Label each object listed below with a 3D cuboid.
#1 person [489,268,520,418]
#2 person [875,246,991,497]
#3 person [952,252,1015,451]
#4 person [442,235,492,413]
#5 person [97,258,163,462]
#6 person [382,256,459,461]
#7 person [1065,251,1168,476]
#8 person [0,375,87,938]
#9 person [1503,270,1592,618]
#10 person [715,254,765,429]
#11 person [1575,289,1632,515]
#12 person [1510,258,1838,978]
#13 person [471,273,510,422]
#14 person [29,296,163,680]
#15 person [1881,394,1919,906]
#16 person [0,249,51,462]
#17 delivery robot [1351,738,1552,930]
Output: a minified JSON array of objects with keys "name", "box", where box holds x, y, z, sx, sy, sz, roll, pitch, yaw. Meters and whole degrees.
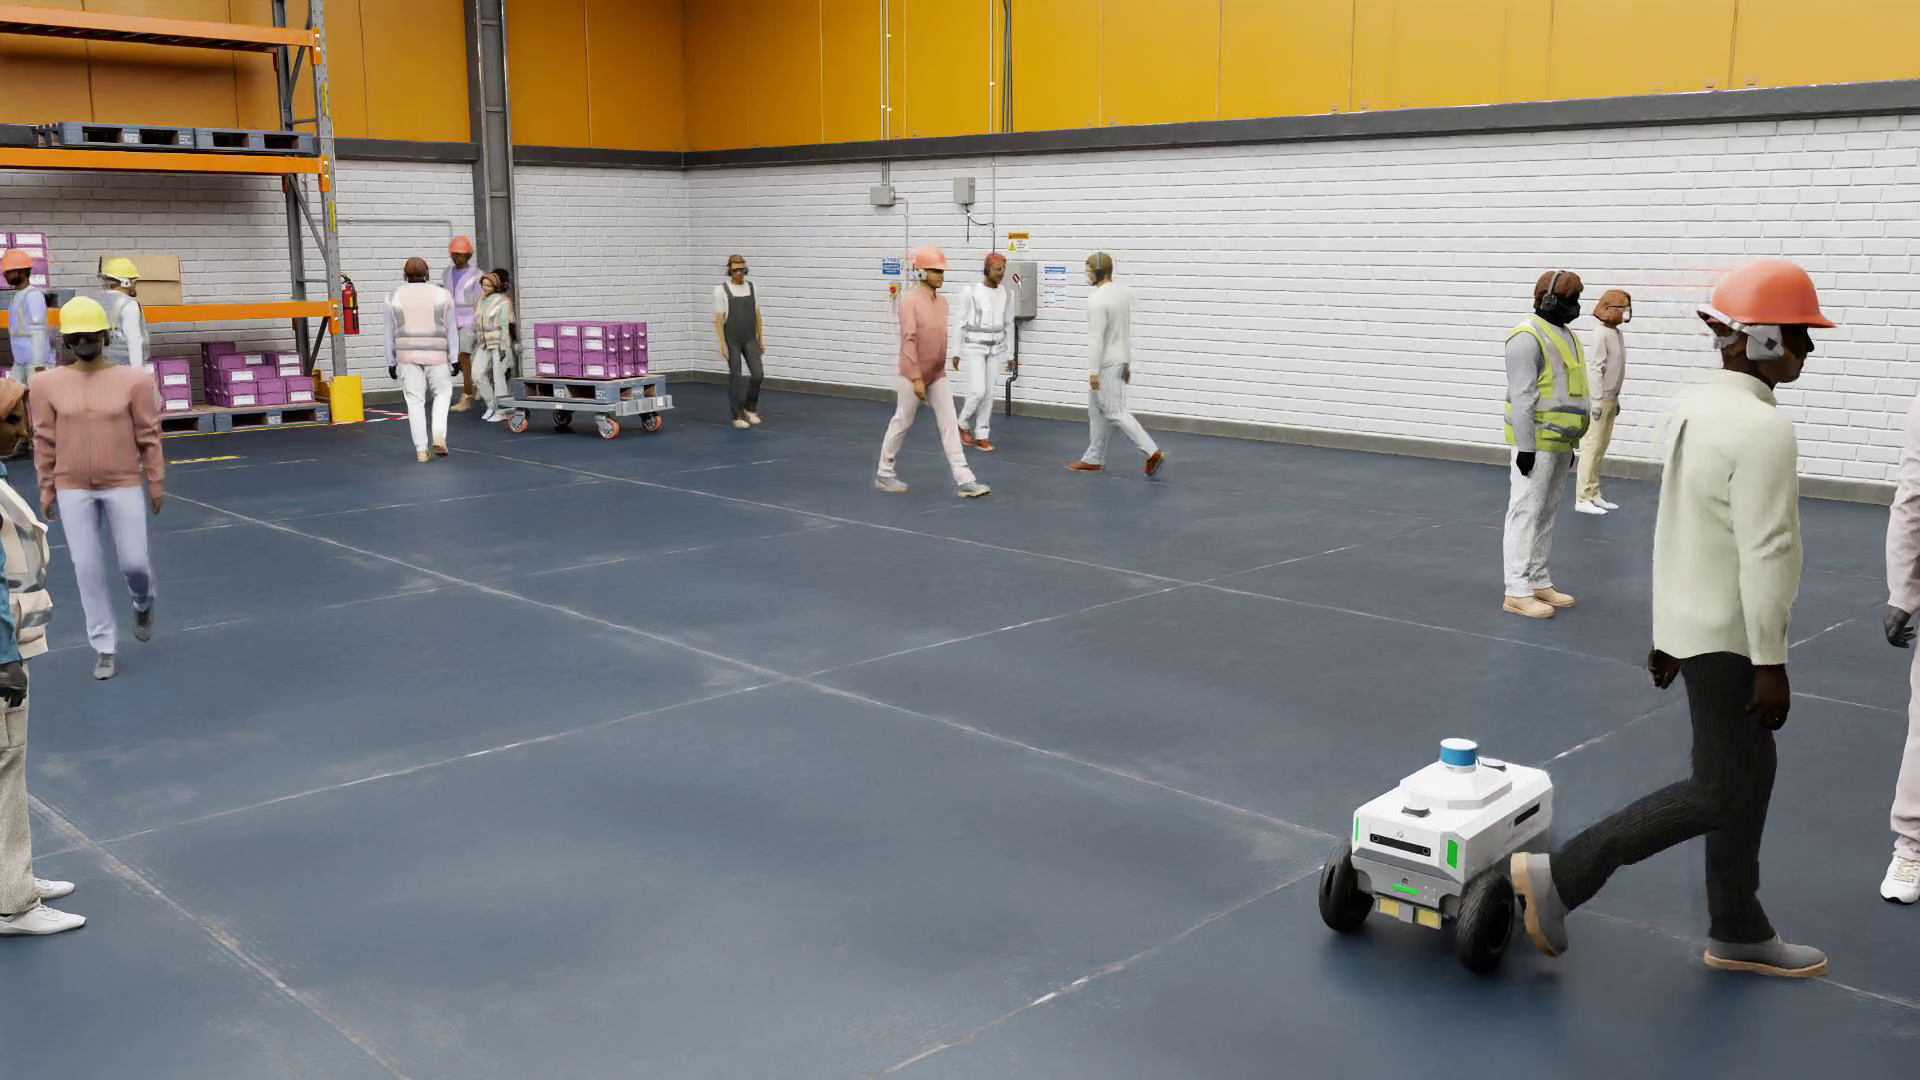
[{"name":"person","box":[-5.145,-2.208,18.620,0.583,1.664,0.536,9,14,41]},{"name":"person","box":[-0.268,-1.294,12.911,1.049,1.943,0.626,8,13,38]},{"name":"person","box":[0.233,-1.753,15.621,0.607,1.861,0.496,-7,12,-33]},{"name":"person","box":[-5.665,-2.490,19.149,0.626,2.026,0.628,6,12,28]},{"name":"person","box":[-7.367,-1.574,14.724,0.619,1.817,0.431,7,12,33]},{"name":"person","box":[-4.827,-1.617,14.928,0.651,1.831,0.448,-3,11,-14]},{"name":"person","box":[1.328,-1.456,13.909,0.897,1.906,0.654,5,12,26]},{"name":"person","box":[-2.795,0.331,4.838,0.310,1.640,0.514,-6,12,-30]},{"name":"person","box":[3.149,-0.519,8.926,0.429,1.842,0.622,9,13,39]},{"name":"person","box":[-2.288,-2.065,17.395,0.536,1.824,0.409,-6,12,-29]},{"name":"person","box":[4.720,-1.012,12.172,0.268,1.632,0.506,8,13,36]},{"name":"person","box":[1.953,0.240,4.438,0.793,1.969,0.622,2,11,9]},{"name":"person","box":[-5.056,-2.071,17.964,0.543,1.615,0.380,7,13,34]},{"name":"person","box":[-3.991,-0.256,7.736,0.530,1.752,0.554,-4,11,-21]},{"name":"person","box":[3.095,0.183,4.915,0.651,1.906,0.403,5,12,25]},{"name":"person","box":[-8.307,-1.667,15.023,0.549,1.910,0.825,10,14,43]},{"name":"delivery robot","box":[1.444,0.823,4.854,0.477,0.478,0.707,9,14,40]}]
